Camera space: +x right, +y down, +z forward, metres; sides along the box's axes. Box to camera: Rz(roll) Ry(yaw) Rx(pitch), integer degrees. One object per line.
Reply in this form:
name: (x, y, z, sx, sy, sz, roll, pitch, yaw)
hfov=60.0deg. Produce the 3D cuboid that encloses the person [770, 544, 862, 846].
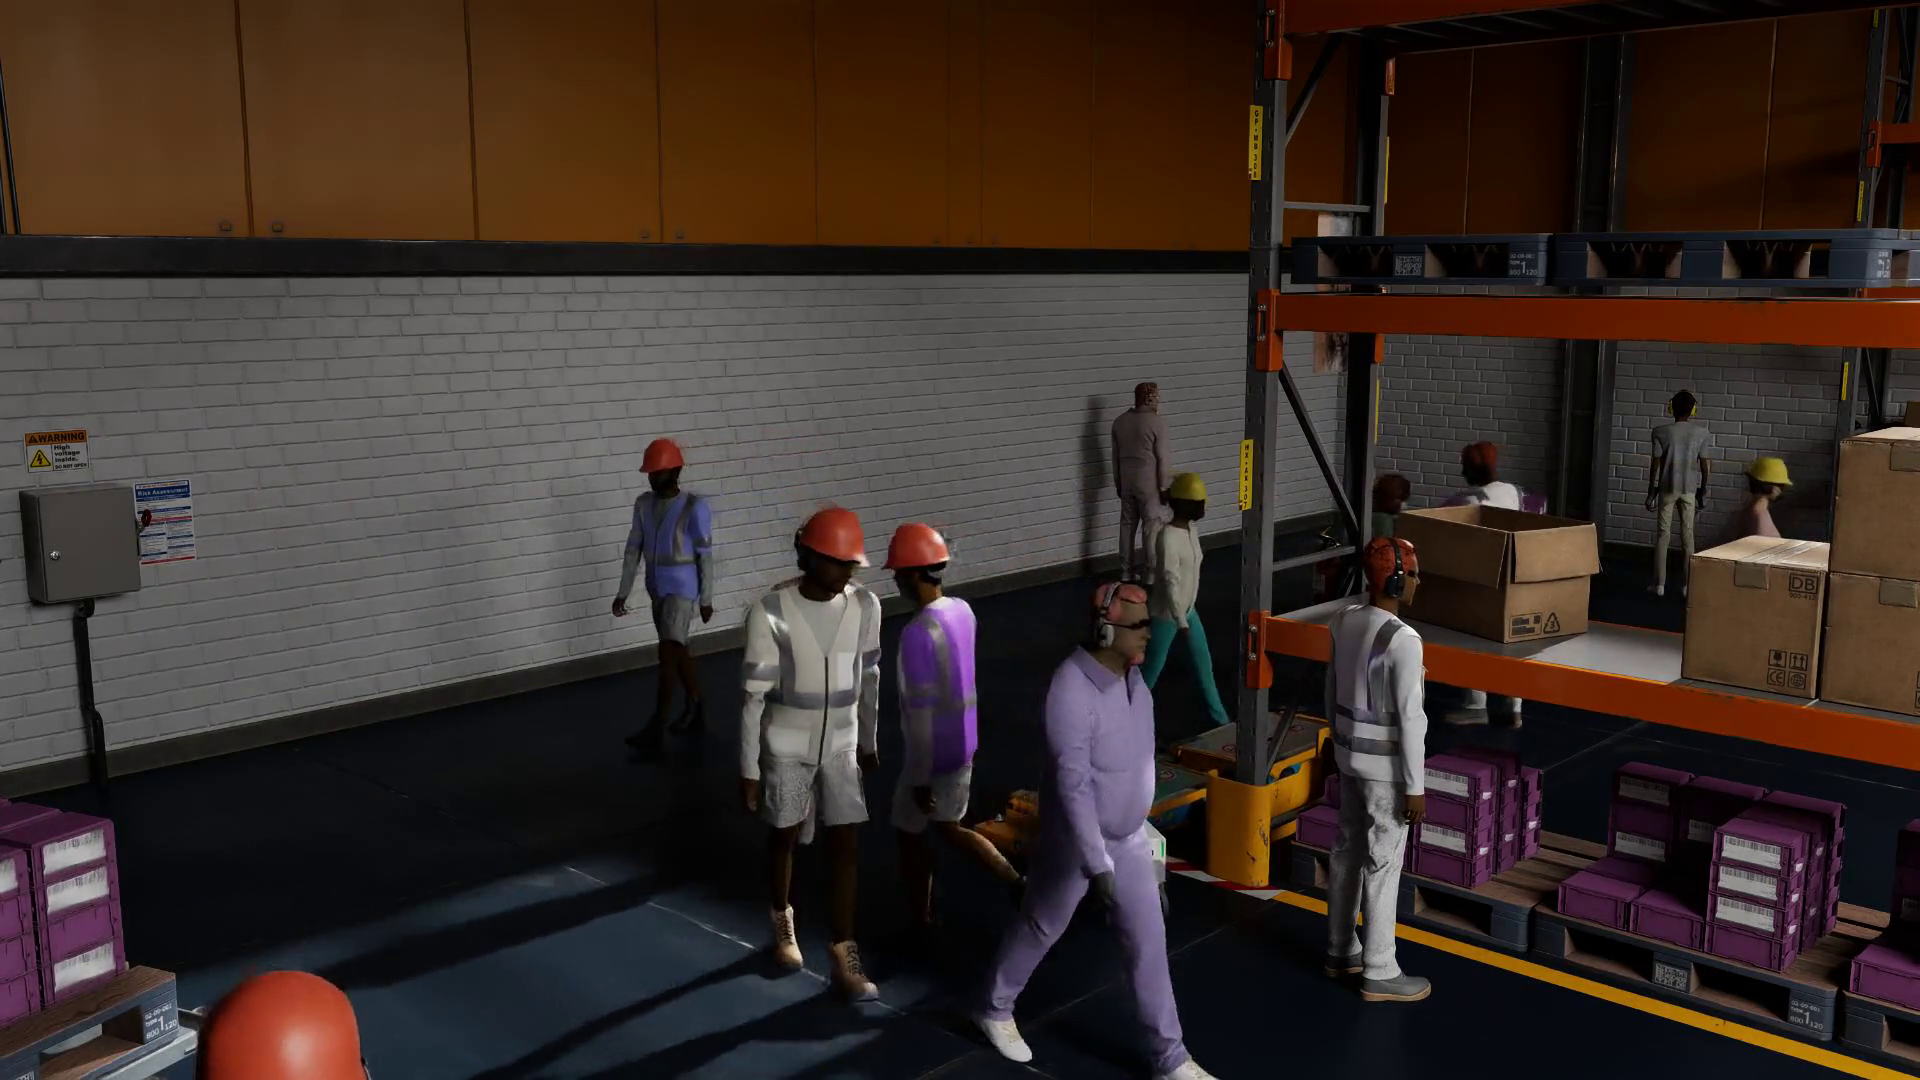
person: (-0.745, 0.735, 8.705, 0.540, 1.618, 0.579, -1, 9, -3)

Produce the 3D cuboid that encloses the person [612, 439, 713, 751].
person: (-1.869, 0.334, 10.304, 0.566, 1.897, 0.930, 6, 11, 34)

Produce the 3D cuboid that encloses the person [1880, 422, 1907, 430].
person: (6.351, 0.141, 11.421, 0.599, 1.917, 0.375, 6, 11, 31)

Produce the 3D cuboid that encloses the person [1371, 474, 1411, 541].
person: (2.834, 0.337, 11.168, 0.365, 1.600, 0.560, 0, 9, 1)

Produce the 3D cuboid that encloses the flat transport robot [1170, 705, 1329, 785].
flat transport robot: (1.821, 1.236, 9.746, 0.652, 0.197, 1.431, 8, 13, 42)

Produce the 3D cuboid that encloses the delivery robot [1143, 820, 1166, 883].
delivery robot: (0.698, 1.374, 7.742, 0.477, 0.478, 0.707, -2, 9, -13)

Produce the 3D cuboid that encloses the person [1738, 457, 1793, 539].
person: (5.167, 0.333, 10.792, 0.515, 1.763, 0.543, 3, 10, 17)

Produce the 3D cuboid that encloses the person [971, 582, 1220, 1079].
person: (0.468, 1.058, 6.024, 1.028, 1.854, 0.647, 7, 12, 38)

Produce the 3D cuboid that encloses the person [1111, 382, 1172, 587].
person: (1.718, -0.521, 15.528, 0.399, 1.905, 0.643, -9, 13, -44)

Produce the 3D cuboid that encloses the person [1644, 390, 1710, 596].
person: (6.466, -0.419, 15.008, 0.528, 1.871, 0.323, 2, 10, 13)

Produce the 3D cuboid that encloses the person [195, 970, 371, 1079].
person: (-1.001, 1.564, 2.564, 0.620, 1.971, 0.852, -3, 10, -15)

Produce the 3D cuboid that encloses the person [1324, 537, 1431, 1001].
person: (1.699, 0.920, 6.752, 0.344, 1.882, 0.585, -3, 10, -19)

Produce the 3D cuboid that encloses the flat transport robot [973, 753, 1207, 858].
flat transport robot: (0.807, 1.400, 8.740, 1.431, 0.197, 0.652, -9, 13, -43)

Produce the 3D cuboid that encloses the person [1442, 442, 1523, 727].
person: (3.442, 0.291, 10.711, 0.667, 1.858, 0.395, -6, 11, -34)

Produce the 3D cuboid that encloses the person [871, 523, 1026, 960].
person: (-0.011, 0.878, 6.942, 0.767, 1.908, 0.576, 4, 10, 24)

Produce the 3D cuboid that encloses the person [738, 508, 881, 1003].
person: (-0.573, 0.869, 6.741, 0.670, 1.983, 0.985, -4, 10, -23)

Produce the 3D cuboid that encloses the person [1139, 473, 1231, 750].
person: (1.388, 0.462, 10.053, 0.889, 1.726, 0.529, 6, 11, 33)
